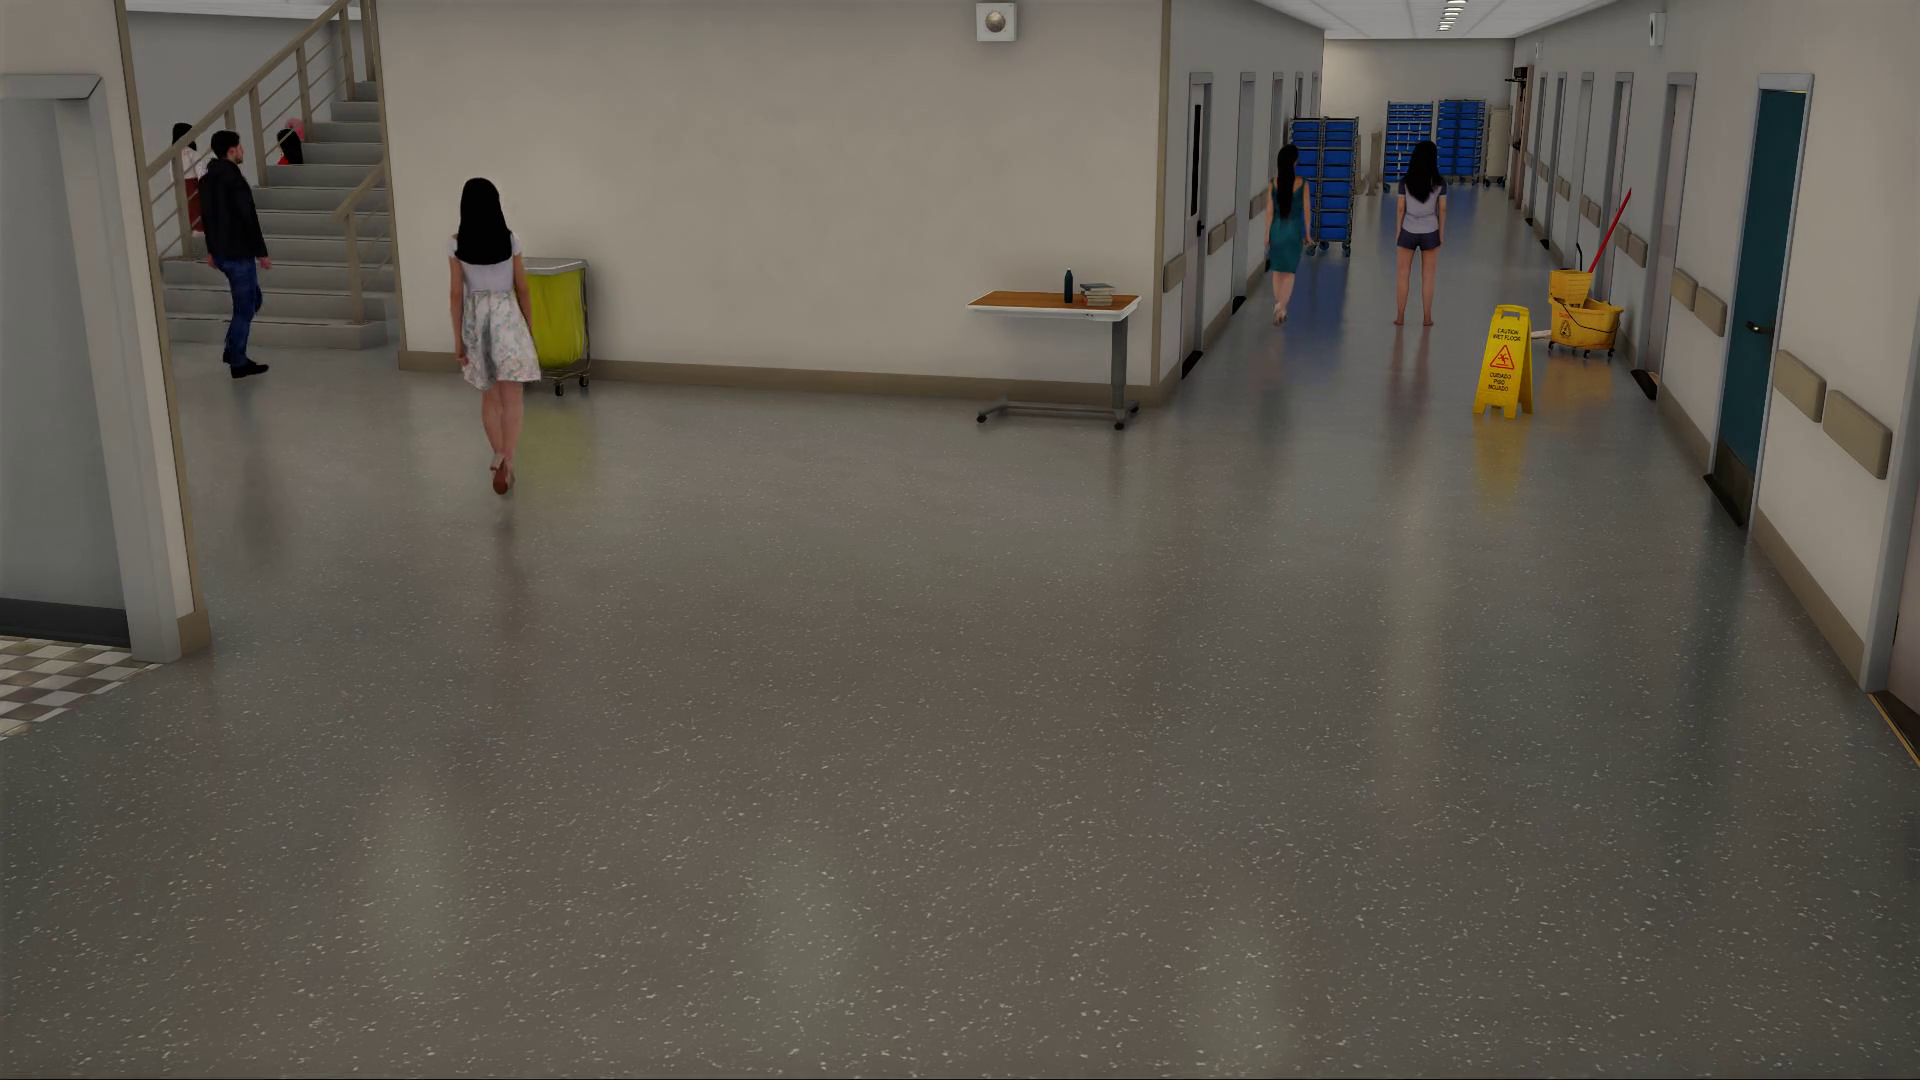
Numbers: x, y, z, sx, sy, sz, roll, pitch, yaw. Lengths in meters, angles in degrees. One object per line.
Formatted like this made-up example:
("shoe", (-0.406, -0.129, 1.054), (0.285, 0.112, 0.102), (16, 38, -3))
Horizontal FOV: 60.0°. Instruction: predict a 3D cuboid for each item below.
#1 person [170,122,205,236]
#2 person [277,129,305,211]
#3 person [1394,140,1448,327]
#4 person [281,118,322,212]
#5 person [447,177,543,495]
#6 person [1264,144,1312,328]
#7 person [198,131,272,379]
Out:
("person", (-8.957, -3.971, 19.389), (0.596, 1.751, 0.508), (5, 16, 17))
("person", (-6.895, -3.384, 17.315), (0.669, 1.748, 0.539), (4, 16, 12))
("person", (4.300, -2.877, 15.593), (0.593, 1.706, 0.515), (4, 16, 13))
("person", (-7.525, -3.935, 19.240), (0.662, 1.764, 1.168), (3, 16, 11))
("person", (-2.509, -1.038, 9.003), (0.936, 1.741, 1.221), (-3, 16, -10))
("person", (2.948, -2.710, 15.094), (0.583, 1.655, 1.021), (5, 17, 17))
("person", (-5.647, -2.172, 12.779), (0.779, 1.876, 0.782), (14, 21, 40))
